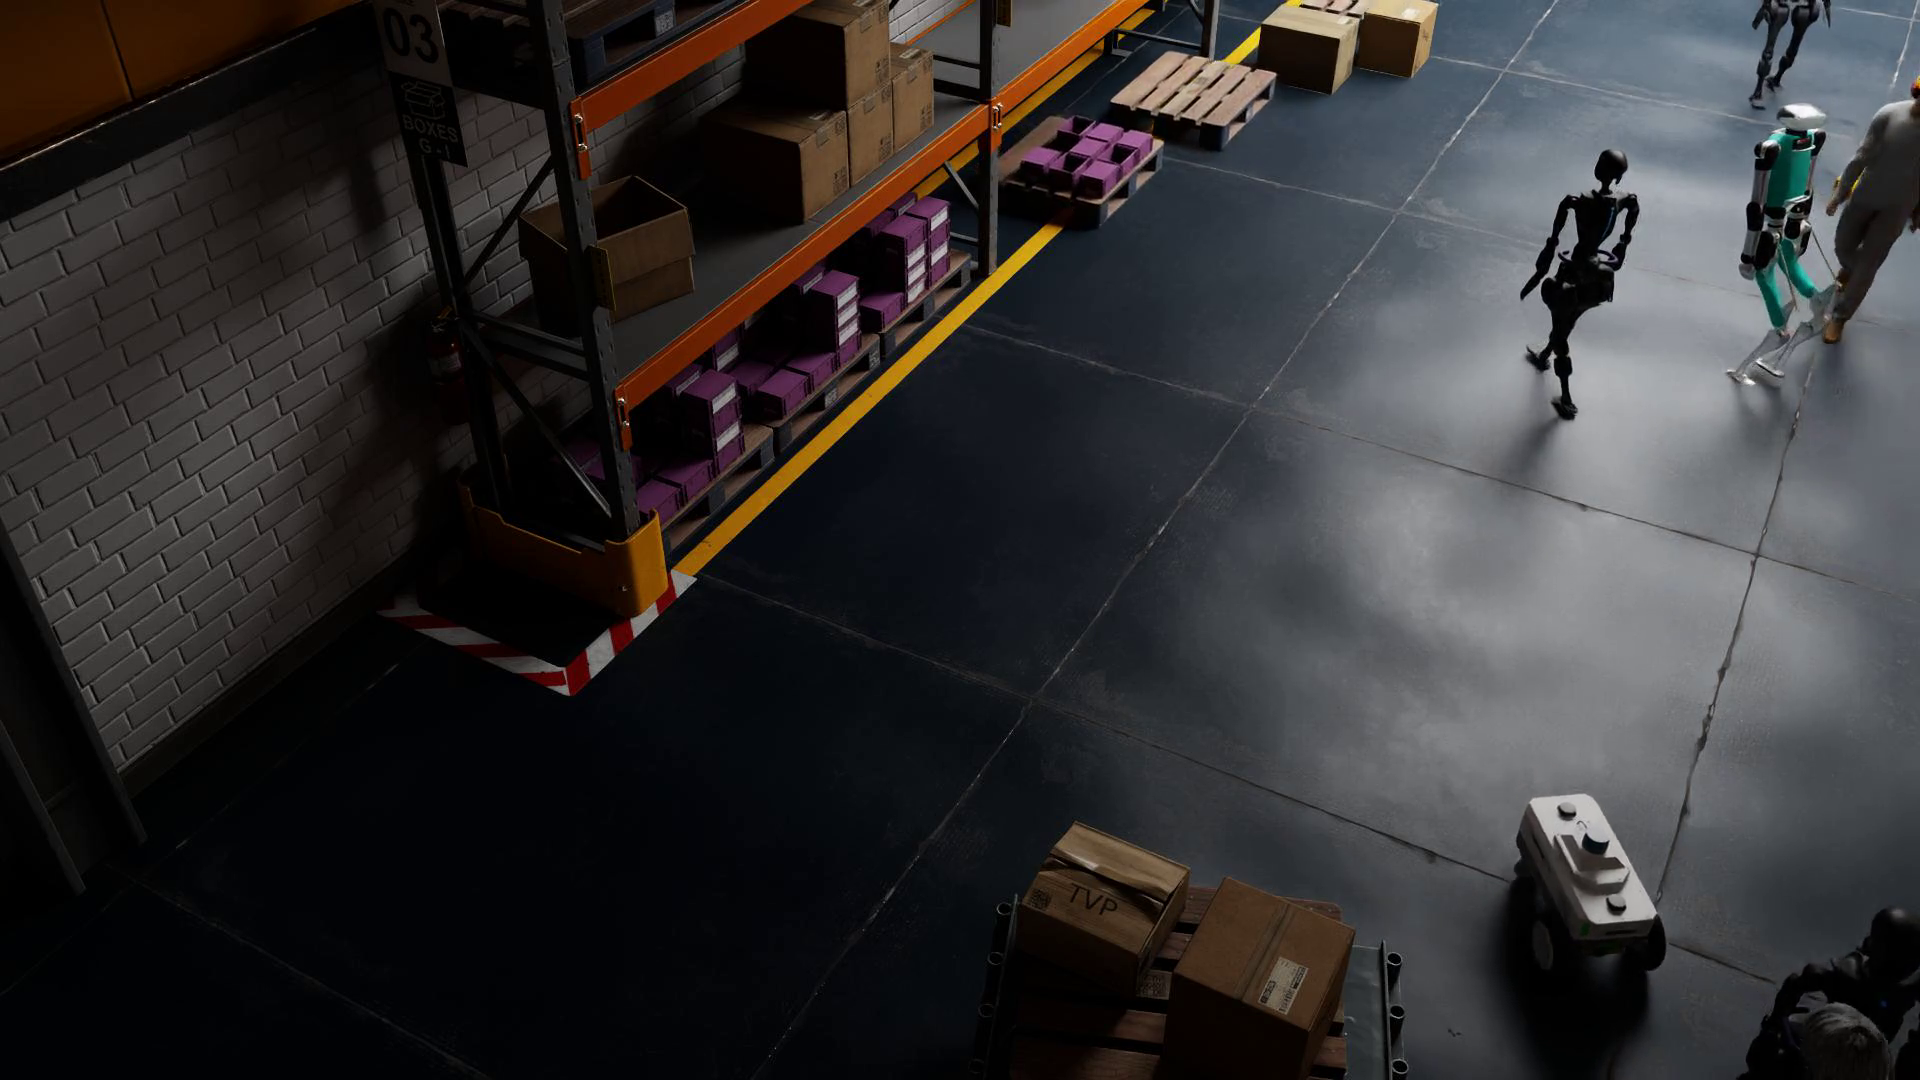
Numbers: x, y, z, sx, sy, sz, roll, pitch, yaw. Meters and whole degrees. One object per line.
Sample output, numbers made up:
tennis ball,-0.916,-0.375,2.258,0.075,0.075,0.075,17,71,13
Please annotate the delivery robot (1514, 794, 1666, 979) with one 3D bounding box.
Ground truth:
delivery robot,2.683,1.490,7.139,0.499,0.609,0.781,-4,39,-5

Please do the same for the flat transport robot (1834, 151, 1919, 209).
flat transport robot,7.381,-2.958,12.917,0.659,0.231,1.431,28,46,30

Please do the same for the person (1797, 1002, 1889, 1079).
person,2.602,2.205,5.225,0.518,1.820,0.692,-2,39,-3

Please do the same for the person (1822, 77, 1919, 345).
person,5.978,-2.238,10.743,0.578,1.865,0.791,25,45,28

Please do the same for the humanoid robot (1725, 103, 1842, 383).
humanoid robot,5.130,-1.721,10.201,0.538,1.760,0.832,-20,43,-23

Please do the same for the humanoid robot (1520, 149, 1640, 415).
humanoid robot,3.761,-1.624,10.165,0.588,1.626,0.786,-7,39,-8

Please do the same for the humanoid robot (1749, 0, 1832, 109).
humanoid robot,6.847,-4.376,13.593,0.599,1.644,0.682,6,39,8

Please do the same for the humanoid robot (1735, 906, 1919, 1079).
humanoid robot,2.992,1.858,5.764,0.585,1.650,0.332,4,39,5
